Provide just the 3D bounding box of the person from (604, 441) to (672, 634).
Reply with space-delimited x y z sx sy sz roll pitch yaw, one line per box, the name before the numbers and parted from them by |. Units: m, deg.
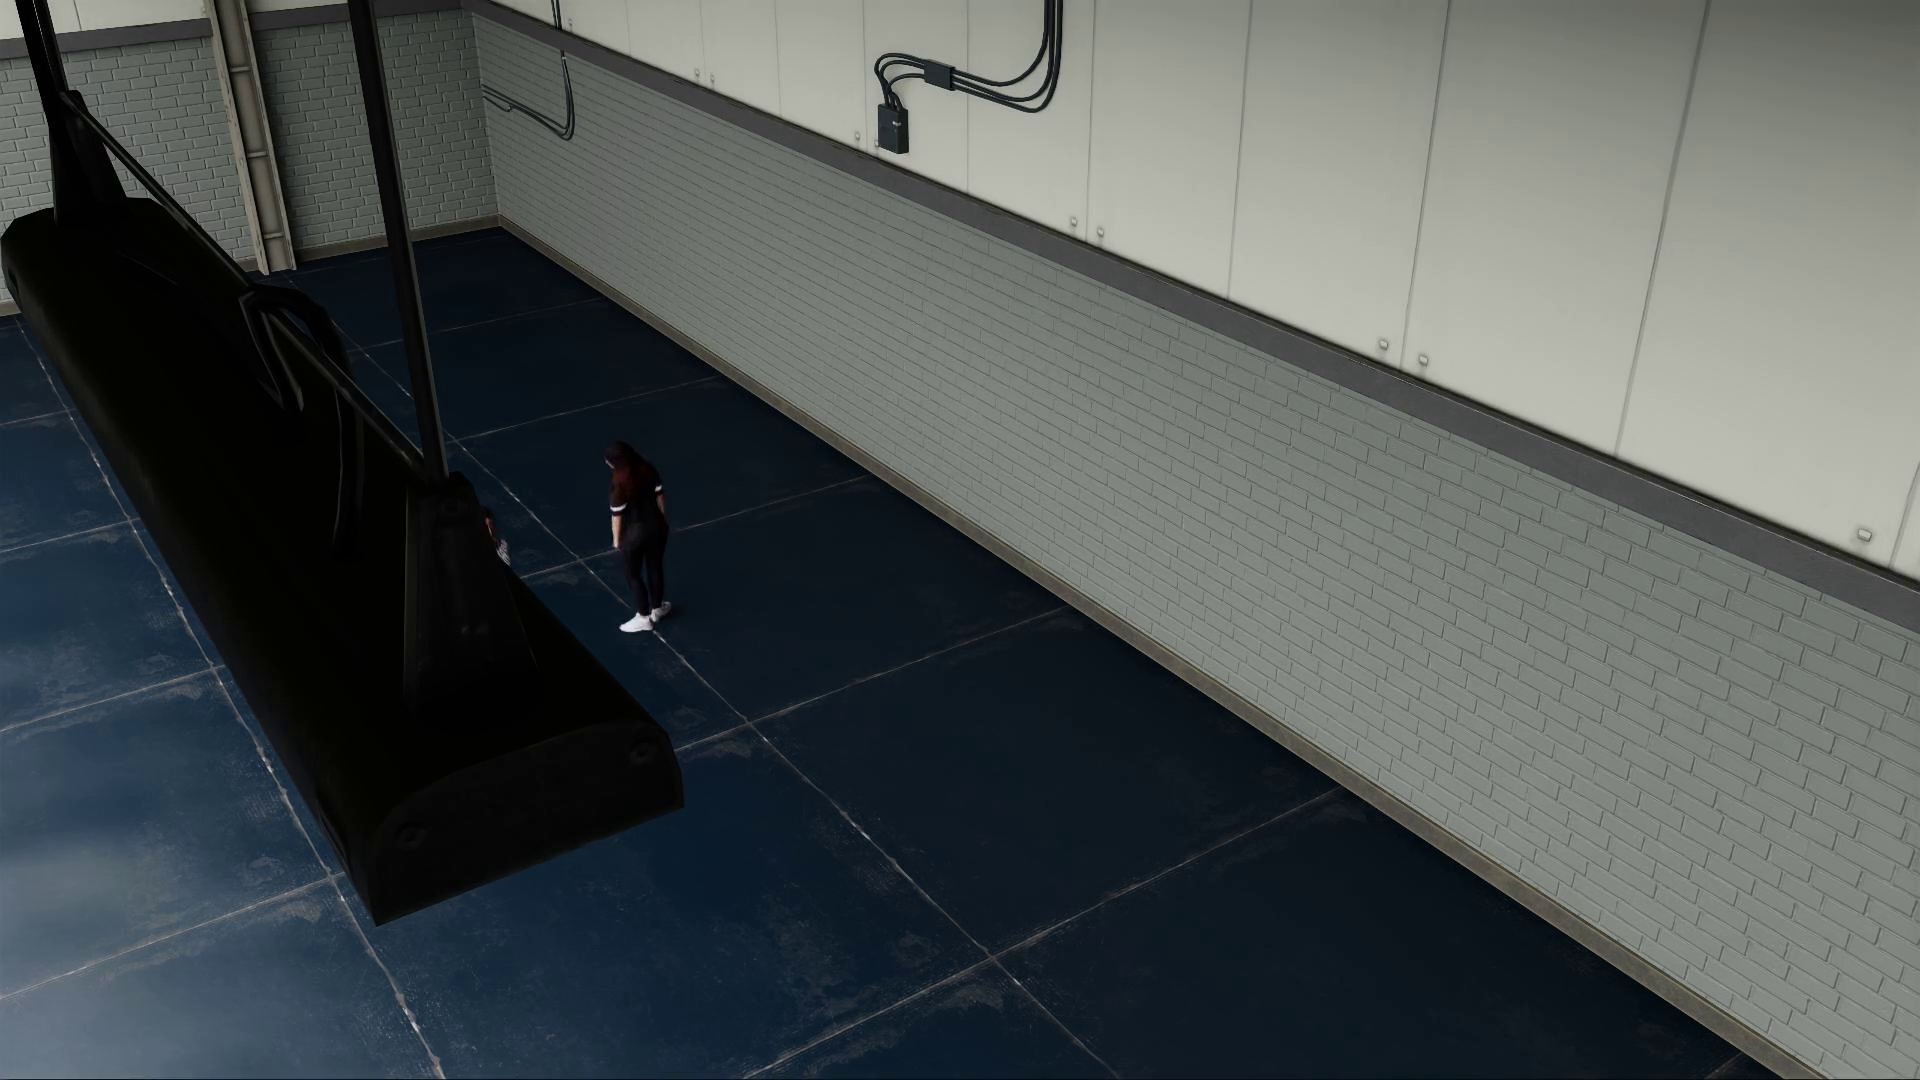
person | -2.442 -0.074 12.963 0.555 1.610 0.788 -14 31 -24
